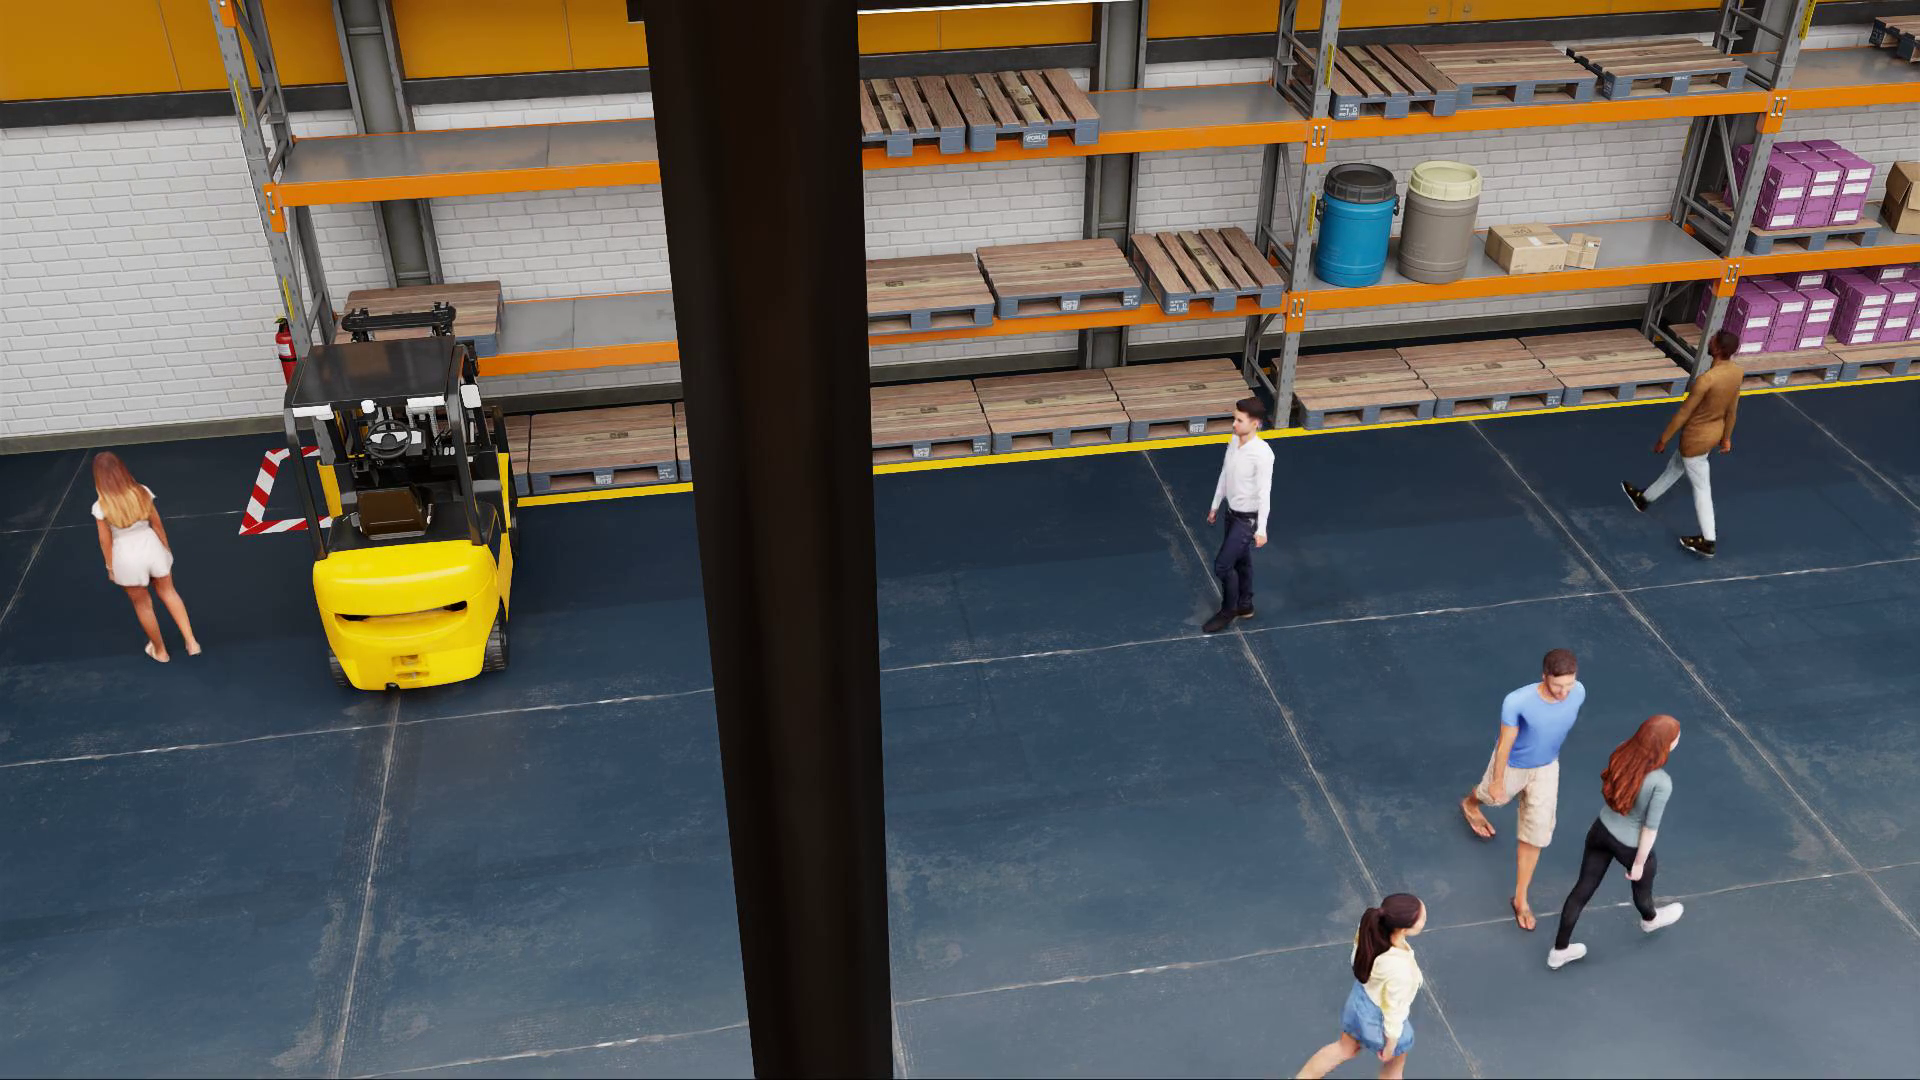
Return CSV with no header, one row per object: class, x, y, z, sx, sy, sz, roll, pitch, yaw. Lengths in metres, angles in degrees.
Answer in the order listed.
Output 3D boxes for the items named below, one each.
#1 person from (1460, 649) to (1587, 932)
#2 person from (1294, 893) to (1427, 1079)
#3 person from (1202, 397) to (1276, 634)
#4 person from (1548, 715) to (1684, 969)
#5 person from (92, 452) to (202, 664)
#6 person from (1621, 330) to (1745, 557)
person,3.269,1.248,9.721,1.264,1.794,0.795,-3,34,-5
person,1.994,2.345,8.232,1.037,1.615,0.707,-9,35,-13
person,2.098,-0.197,11.843,0.725,1.852,0.689,-11,35,-15
person,3.558,1.693,9.139,1.161,1.698,0.767,-12,36,-18
person,-5.632,0.153,11.459,0.828,1.694,0.778,27,42,34
person,5.714,-0.696,12.679,1.233,1.757,1.047,-20,38,-27
